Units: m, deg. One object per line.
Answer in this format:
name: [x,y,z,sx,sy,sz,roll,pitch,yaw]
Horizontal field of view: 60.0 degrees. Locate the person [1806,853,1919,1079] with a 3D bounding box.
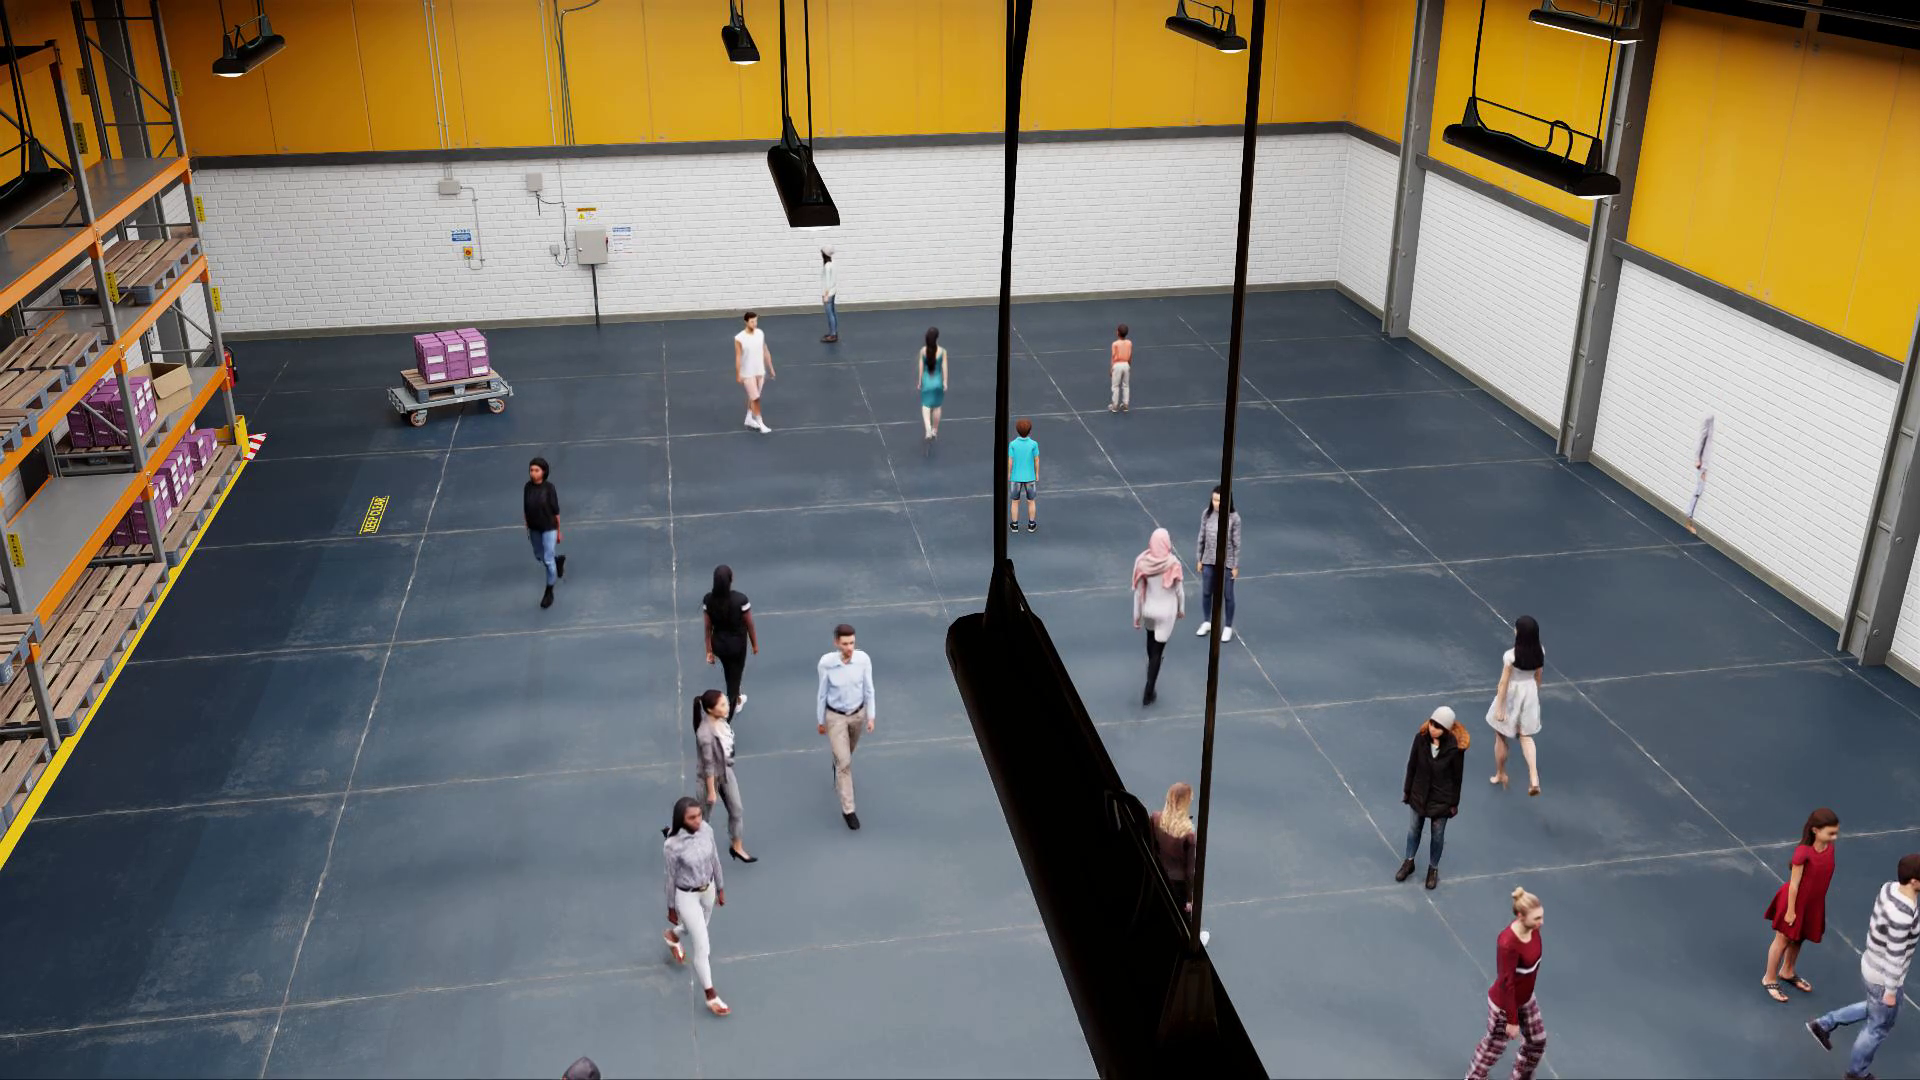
person: [6.181,2.913,11.317,0.937,1.834,0.895,11,26,24]

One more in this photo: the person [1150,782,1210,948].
person: [1.506,2.586,12.290,1.104,1.655,1.110,19,30,37]

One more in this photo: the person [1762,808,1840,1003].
person: [6.212,2.652,12.263,0.613,1.555,0.675,-11,26,-24]

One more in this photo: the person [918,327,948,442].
person: [-0.392,-2.112,23.020,0.665,1.669,0.848,1,24,3]

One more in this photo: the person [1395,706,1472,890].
person: [3.836,2.062,13.511,0.731,1.636,0.783,14,27,29]

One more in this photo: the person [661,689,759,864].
person: [-2.104,1.980,13.693,0.940,1.641,1.073,5,24,12]

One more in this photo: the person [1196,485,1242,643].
person: [2.751,0.216,17.617,0.699,1.730,0.728,12,26,25]

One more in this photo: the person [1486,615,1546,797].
person: [4.951,1.516,14.614,0.625,1.754,0.924,-5,24,-11]

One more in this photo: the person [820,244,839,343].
person: [-2.175,-4.119,27.638,0.687,1.647,0.525,3,24,7]

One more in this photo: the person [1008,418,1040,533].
person: [0.772,-0.799,20.290,0.548,1.449,0.514,-1,24,-1]

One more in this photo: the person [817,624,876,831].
person: [-1.030,1.515,14.552,0.826,1.805,1.251,-9,25,-19]

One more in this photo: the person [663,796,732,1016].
person: [-2.000,2.598,12.212,1.203,1.696,1.016,22,32,40]

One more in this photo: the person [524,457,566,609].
person: [-4.594,-0.135,18.484,0.806,1.679,1.055,4,24,10]

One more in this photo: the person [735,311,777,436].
person: [-2.977,-2.393,23.560,0.994,1.751,1.140,-21,31,-40]

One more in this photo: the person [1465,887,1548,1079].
person: [3.650,3.043,11.210,0.842,1.682,0.912,-21,31,-39]

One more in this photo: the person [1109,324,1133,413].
person: [2.366,-2.531,24.427,0.504,1.310,0.513,-8,25,-18]

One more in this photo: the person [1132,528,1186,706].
person: [1.923,0.783,16.281,1.009,1.762,1.202,9,25,20]

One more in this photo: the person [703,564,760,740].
person: [-2.182,1.079,15.695,0.940,1.689,1.258,5,24,12]
